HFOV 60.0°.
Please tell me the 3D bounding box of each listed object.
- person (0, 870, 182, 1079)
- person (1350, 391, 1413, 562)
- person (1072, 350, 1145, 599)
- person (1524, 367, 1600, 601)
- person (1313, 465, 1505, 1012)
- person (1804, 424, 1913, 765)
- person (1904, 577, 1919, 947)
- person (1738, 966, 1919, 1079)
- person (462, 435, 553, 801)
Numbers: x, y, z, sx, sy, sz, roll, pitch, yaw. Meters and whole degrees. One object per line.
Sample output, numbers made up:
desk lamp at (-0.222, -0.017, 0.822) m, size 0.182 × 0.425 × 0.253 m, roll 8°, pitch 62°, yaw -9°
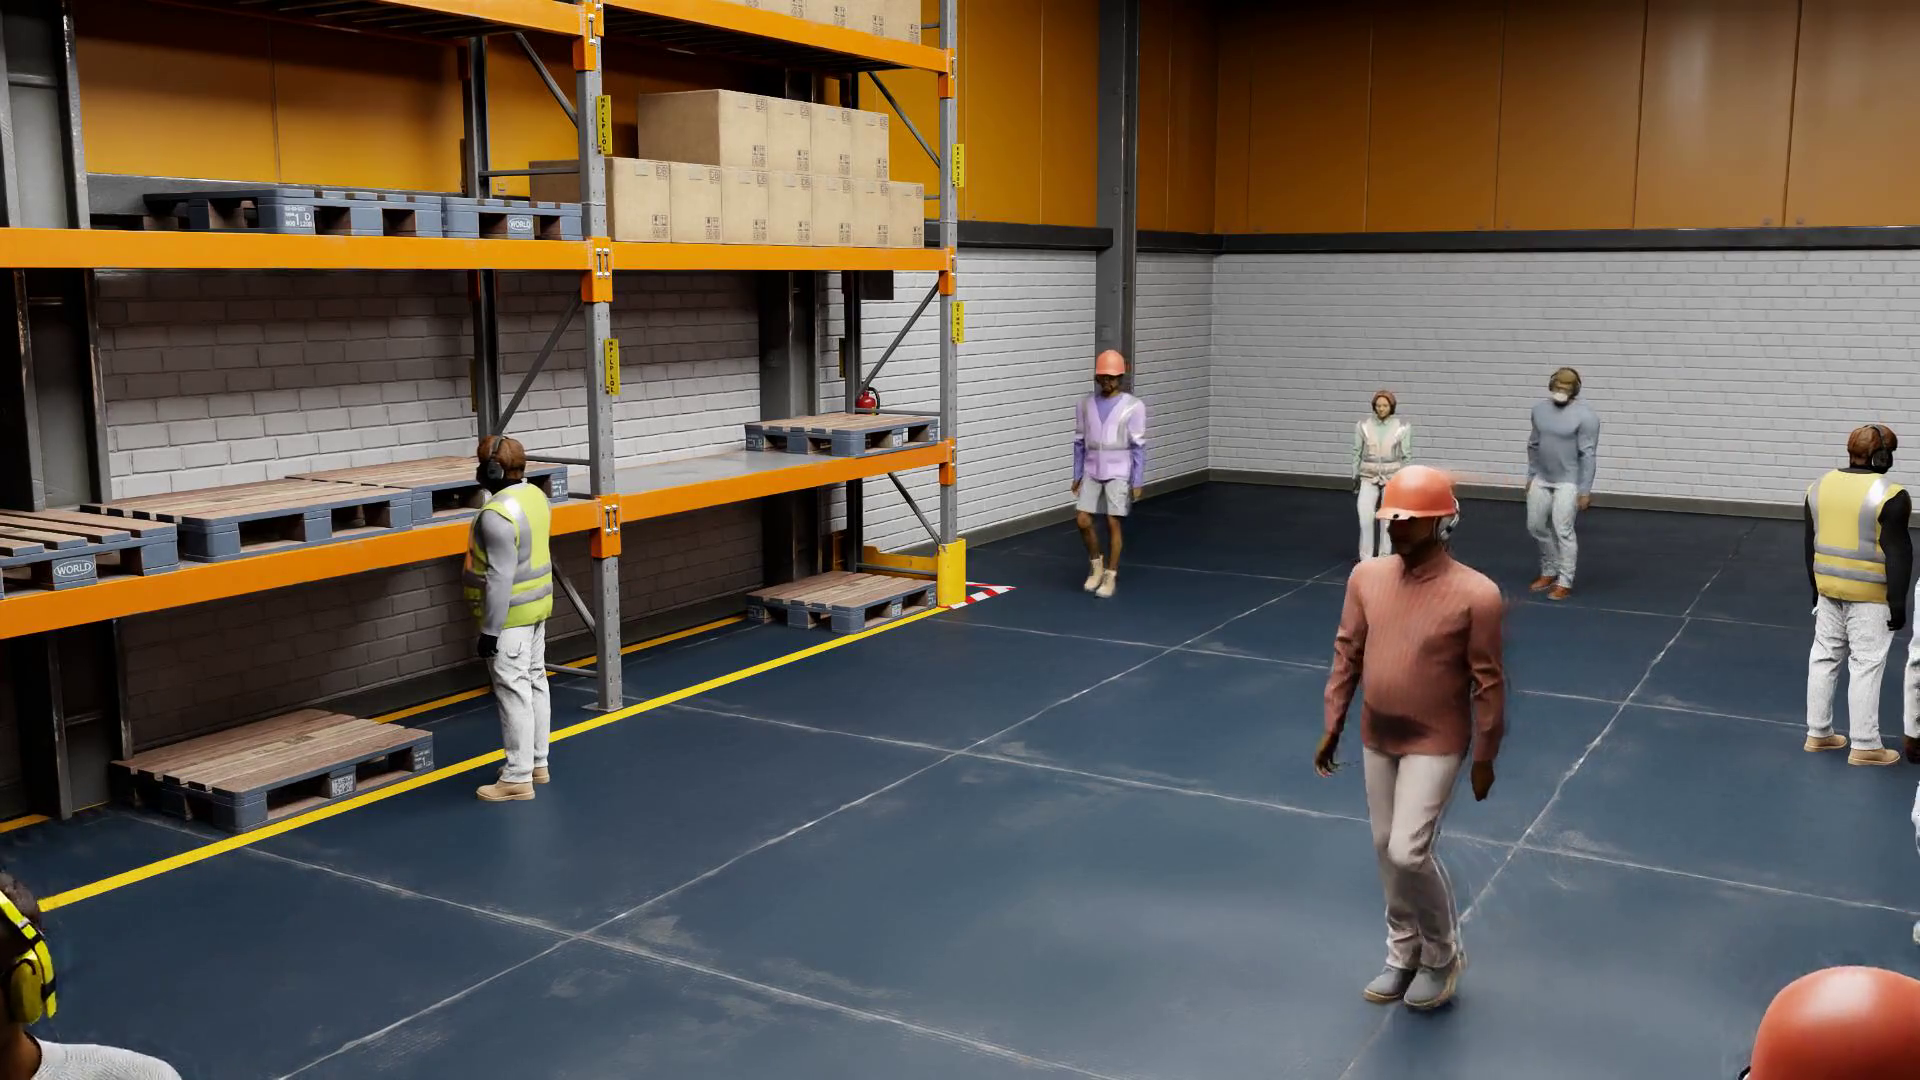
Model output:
person at (-1.334, 1.362, 2.308) m, size 0.577 × 1.848 × 0.609 m, roll 0°, pitch 9°, yaw 1°
person at (3.680, -0.490, 14.567) m, size 0.546 × 1.612 × 0.650 m, roll 3°, pitch 10°, yaw 20°
person at (1.200, -0.532, 13.554) m, size 0.647 × 2.031 × 0.408 m, roll 4°, pitch 10°, yaw 25°
person at (4.883, -0.458, 13.509) m, size 0.452 × 1.910 × 0.677 m, roll -5°, pitch 10°, yaw -30°
person at (1.591, 0.714, 5.962) m, size 0.448 × 1.977 × 0.622 m, roll -7°, pitch 11°, yaw -36°
person at (4.877, 0.292, 9.021) m, size 0.429 × 1.844 × 0.625 m, roll -3°, pitch 10°, yaw -20°
person at (3.844, 0.727, 6.231) m, size 0.578 × 1.872 × 0.405 m, roll 7°, pitch 11°, yaw 37°
person at (0.907, 1.391, 1.848) m, size 0.621 × 1.944 × 1.006 m, roll 4°, pitch 10°, yaw 25°
person at (-2.283, 0.391, 8.402) m, size 0.429 × 1.845 × 0.620 m, roll 1°, pitch 9°, yaw 6°
